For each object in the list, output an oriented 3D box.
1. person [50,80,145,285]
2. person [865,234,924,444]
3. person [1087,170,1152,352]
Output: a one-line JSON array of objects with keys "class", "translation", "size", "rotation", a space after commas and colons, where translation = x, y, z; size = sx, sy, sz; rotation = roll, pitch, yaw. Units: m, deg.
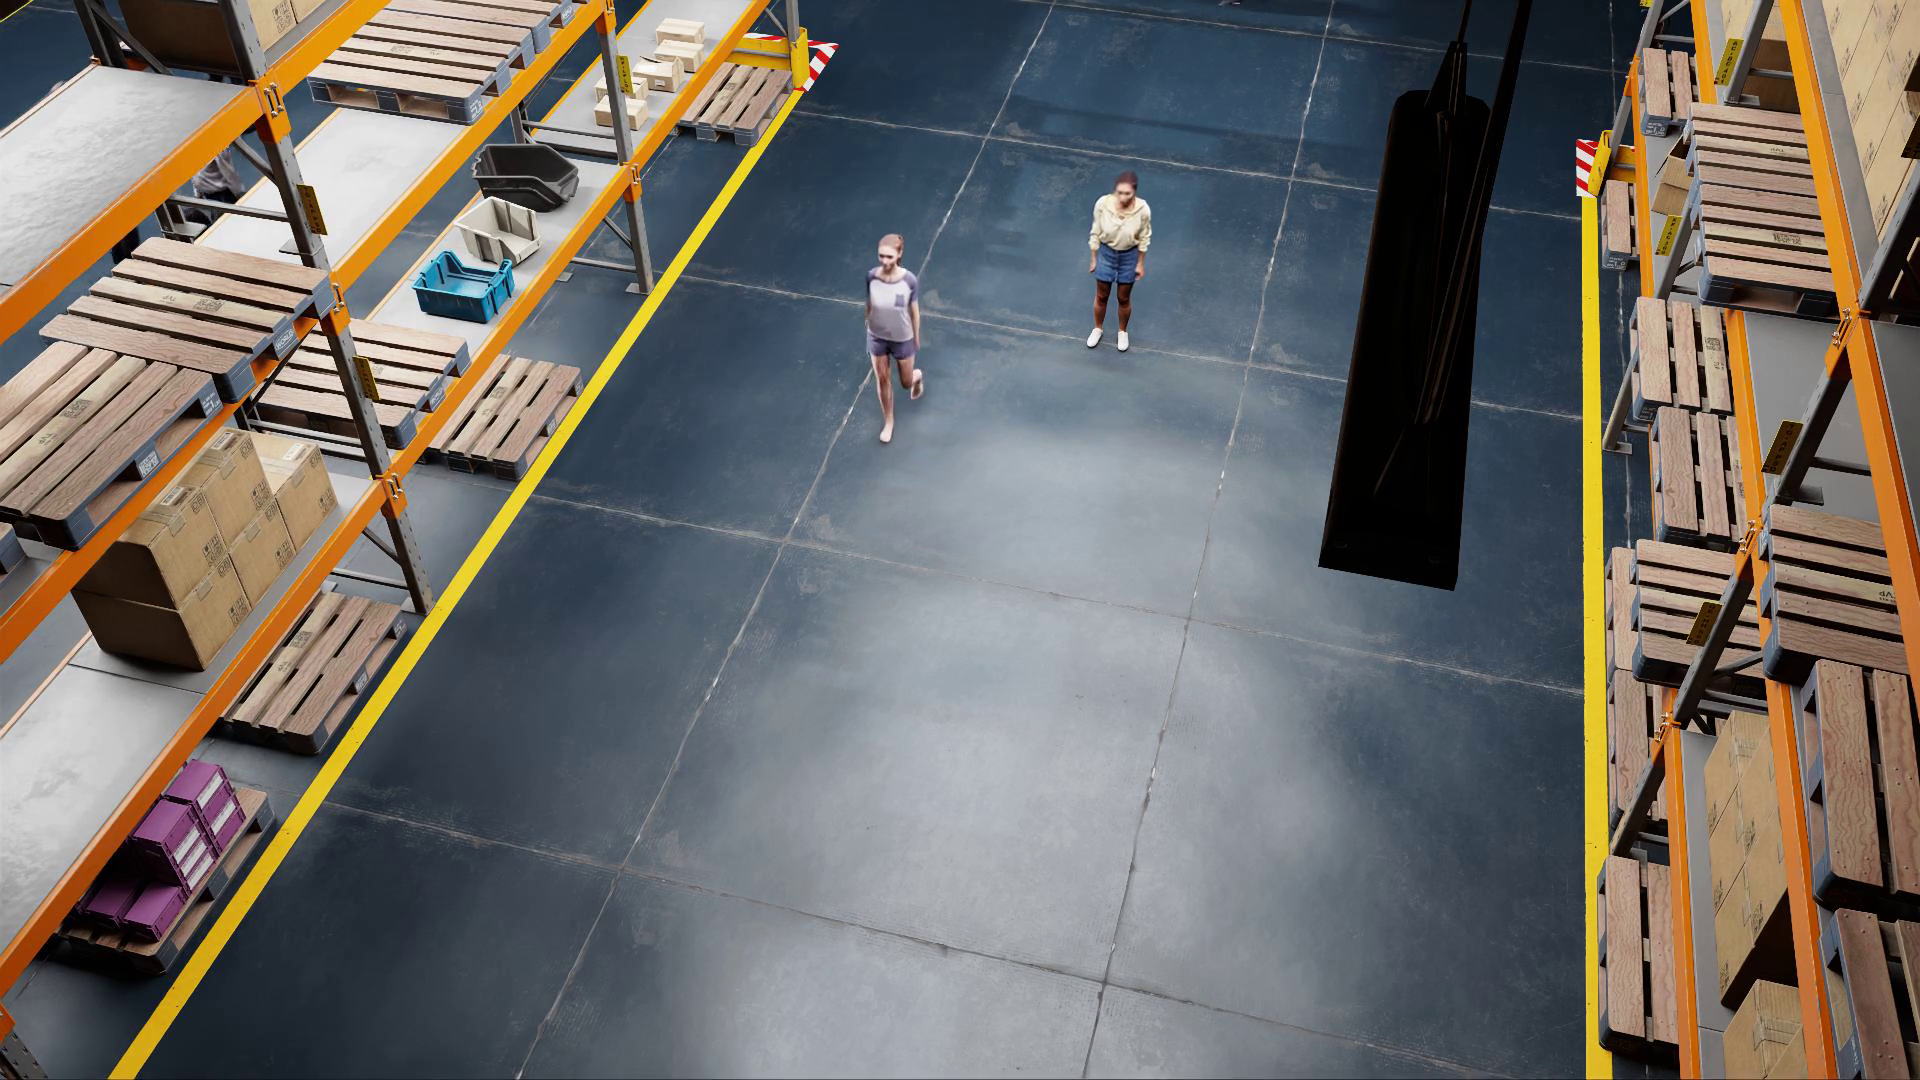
[{"class": "person", "translation": [-7.241, -3.008, 14.051], "size": [0.723, 1.873, 0.657], "rotation": [22, 48, 21]}, {"class": "person", "translation": [-0.492, -1.587, 12.648], "size": [0.555, 1.750, 0.832], "rotation": [10, 45, 11]}, {"class": "person", "translation": [1.282, -2.277, 13.458], "size": [0.632, 1.632, 0.543], "rotation": [9, 44, 10]}]
